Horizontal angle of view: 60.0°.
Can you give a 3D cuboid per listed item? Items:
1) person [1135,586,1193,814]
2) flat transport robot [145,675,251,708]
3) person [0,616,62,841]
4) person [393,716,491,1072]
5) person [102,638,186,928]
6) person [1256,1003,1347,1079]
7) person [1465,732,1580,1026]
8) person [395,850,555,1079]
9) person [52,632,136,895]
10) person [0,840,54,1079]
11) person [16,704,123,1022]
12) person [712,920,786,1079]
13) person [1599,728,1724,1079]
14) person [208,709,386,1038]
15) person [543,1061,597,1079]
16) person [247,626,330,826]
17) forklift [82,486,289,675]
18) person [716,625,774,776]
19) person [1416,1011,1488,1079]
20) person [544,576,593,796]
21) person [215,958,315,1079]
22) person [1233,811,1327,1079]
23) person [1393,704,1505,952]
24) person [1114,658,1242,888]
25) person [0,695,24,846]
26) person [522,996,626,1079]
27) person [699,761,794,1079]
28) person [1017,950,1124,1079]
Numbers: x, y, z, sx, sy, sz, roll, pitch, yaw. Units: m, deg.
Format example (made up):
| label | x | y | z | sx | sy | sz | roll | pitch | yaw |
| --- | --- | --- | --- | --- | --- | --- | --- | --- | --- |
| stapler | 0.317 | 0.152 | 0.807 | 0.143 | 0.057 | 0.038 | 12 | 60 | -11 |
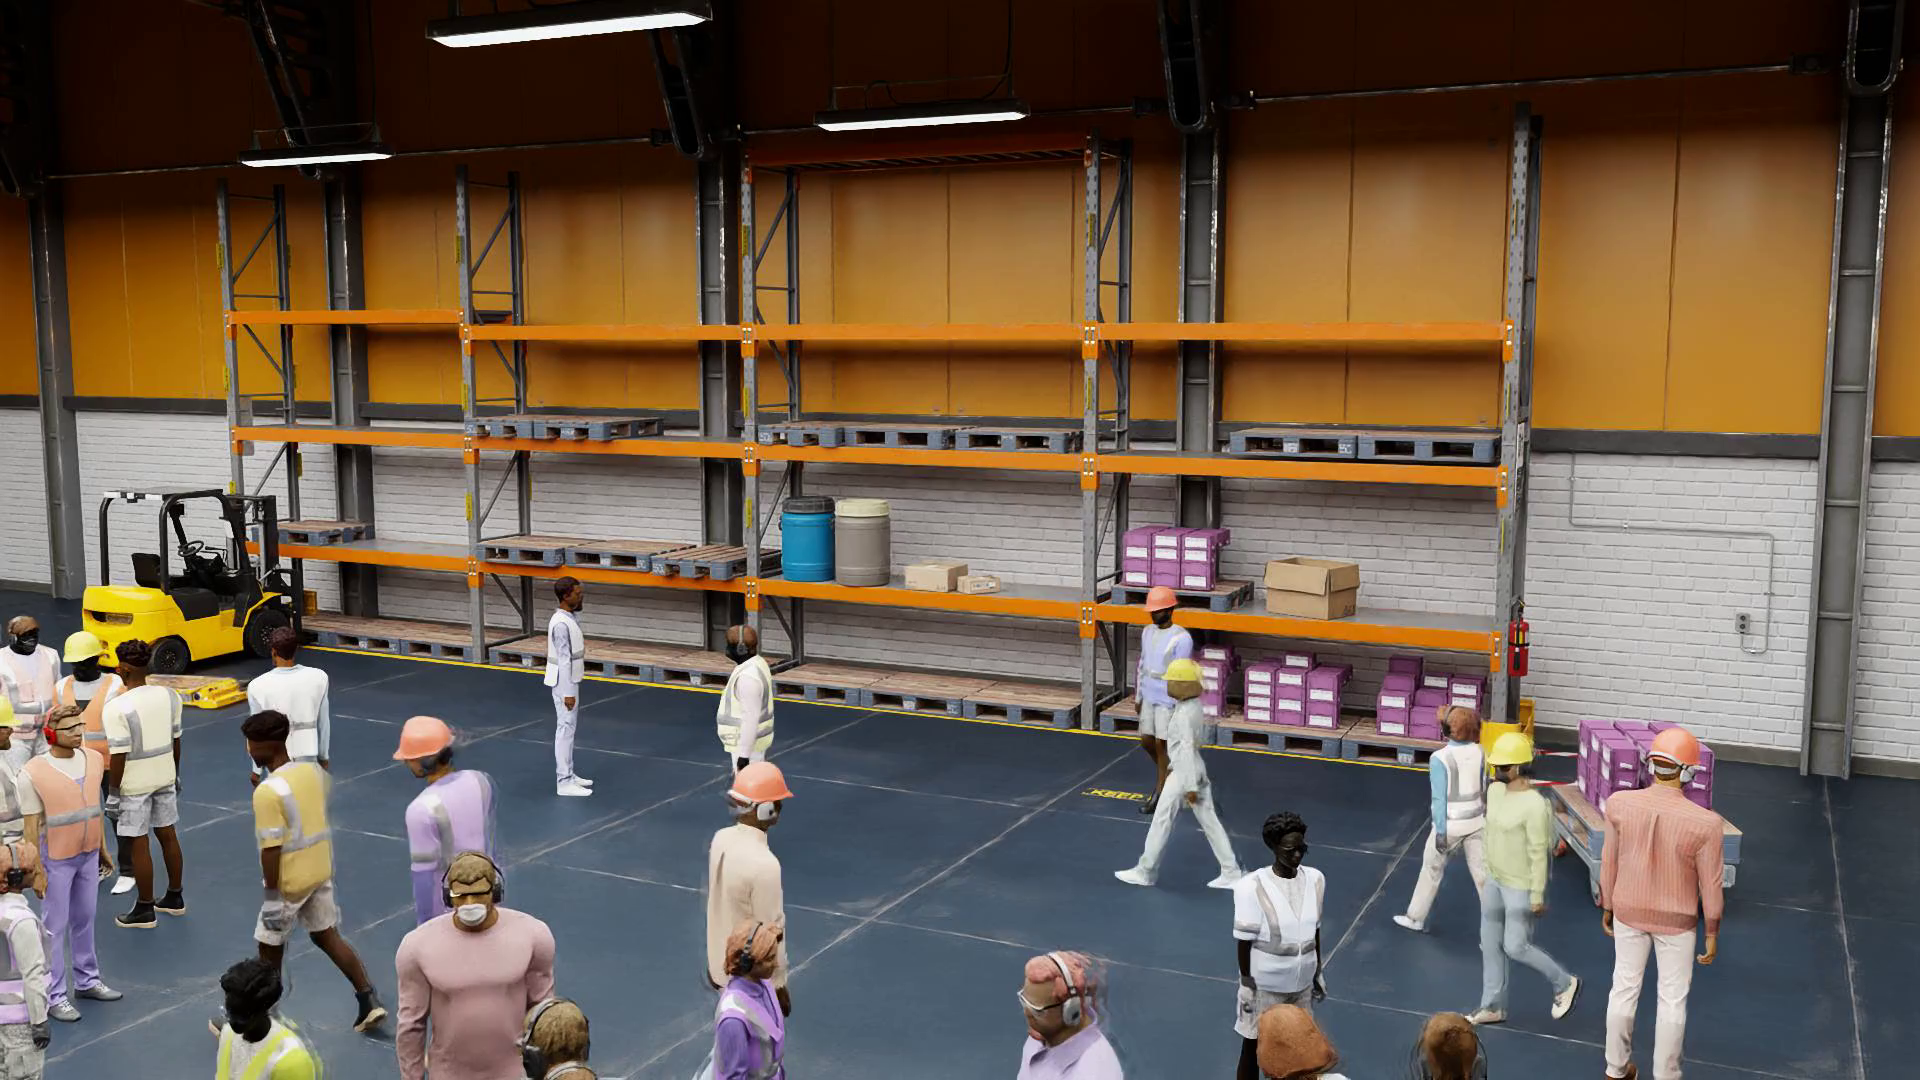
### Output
| label | x | y | z | sx | sy | sz | roll | pitch | yaw |
| --- | --- | --- | --- | --- | --- | --- | --- | --- | --- |
| person | 1.708 | 1.335 | 14.006 | 0.501 | 1.930 | 0.555 | -5 | 9 | -36 |
| flat transport robot | -8.543 | 1.647 | 18.200 | 1.431 | 0.197 | 0.652 | 2 | 7 | 13 |
| person | -7.300 | 1.498 | 13.033 | 0.429 | 1.835 | 0.623 | 4 | 8 | 31 |
| person | -2.630 | 1.916 | 8.834 | 0.700 | 2.018 | 0.644 | 3 | 7 | 23 |
| person | -5.550 | 1.641 | 11.303 | 0.361 | 1.963 | 0.612 | 2 | 7 | 19 |
| person | 1.203 | 2.462 | 5.982 | 0.541 | 1.608 | 0.561 | -4 | 8 | -32 |
| person | 3.224 | 1.957 | 9.575 | 0.594 | 1.751 | 0.535 | -2 | 7 | -15 |
| person | -1.960 | 2.200 | 6.794 | 0.633 | 1.938 | 0.356 | -2 | 7 | -19 |
| person | -6.201 | 1.594 | 11.917 | 0.586 | 1.916 | 0.397 | 0 | 7 | 3 |
| person | -4.430 | 2.226 | 7.814 | 0.523 | 1.638 | 0.311 | 6 | 9 | 38 |
| person | -5.271 | 1.878 | 9.823 | 0.389 | 1.850 | 0.566 | 2 | 7 | 15 |
| person | -0.863 | 2.348 | 6.837 | 0.324 | 1.631 | 0.521 | 1 | 7 | 5 |
| person | 3.647 | 1.957 | 8.657 | 0.625 | 1.980 | 0.409 | 6 | 9 | 41 |
| person | -3.755 | 1.894 | 9.392 | 0.906 | 1.931 | 0.664 | 1 | 7 | 7 |
| person | -1.154 | 2.457 | 5.067 | 0.550 | 1.838 | 0.365 | -5 | 9 | -36 |
| person | -4.836 | 1.577 | 12.026 | 0.391 | 1.920 | 0.593 | 6 | 9 | 42 |
| forklift | -9.426 | 0.454 | 20.179 | 1.214 | 2.155 | 2.313 | 3 | 8 | 26 |
| person | -1.621 | 1.549 | 12.585 | 0.429 | 1.839 | 0.633 | 0 | 7 | -3 |
| person | 1.599 | 2.432 | 5.490 | 0.508 | 1.781 | 0.929 | 5 | 9 | 37 |
| person | -3.439 | 1.268 | 14.569 | 0.392 | 1.922 | 0.591 | -1 | 7 | -11 |
| person | -2.641 | 2.376 | 6.516 | 0.565 | 1.652 | 0.820 | 5 | 8 | 34 |
| person | 1.568 | 2.156 | 8.151 | 0.530 | 1.697 | 0.321 | -3 | 8 | -26 |
| person | 3.285 | 1.874 | 10.915 | 0.533 | 1.592 | 0.870 | -4 | 8 | -31 |
| person | 1.627 | 1.691 | 12.022 | 0.916 | 1.696 | 0.490 | 3 | 7 | 22 |
| person | -5.923 | 1.849 | 10.203 | 0.403 | 1.819 | 0.601 | -4 | 8 | -28 |
| person | -1.241 | 2.394 | 5.272 | 0.381 | 1.927 | 0.636 | 4 | 8 | 33 |
| person | -1.031 | 2.040 | 7.975 | 0.528 | 1.977 | 0.609 | -3 | 8 | -26 |
| person | 0.378 | 2.345 | 5.846 | 0.465 | 1.889 | 0.663 | -1 | 7 | -7 |
